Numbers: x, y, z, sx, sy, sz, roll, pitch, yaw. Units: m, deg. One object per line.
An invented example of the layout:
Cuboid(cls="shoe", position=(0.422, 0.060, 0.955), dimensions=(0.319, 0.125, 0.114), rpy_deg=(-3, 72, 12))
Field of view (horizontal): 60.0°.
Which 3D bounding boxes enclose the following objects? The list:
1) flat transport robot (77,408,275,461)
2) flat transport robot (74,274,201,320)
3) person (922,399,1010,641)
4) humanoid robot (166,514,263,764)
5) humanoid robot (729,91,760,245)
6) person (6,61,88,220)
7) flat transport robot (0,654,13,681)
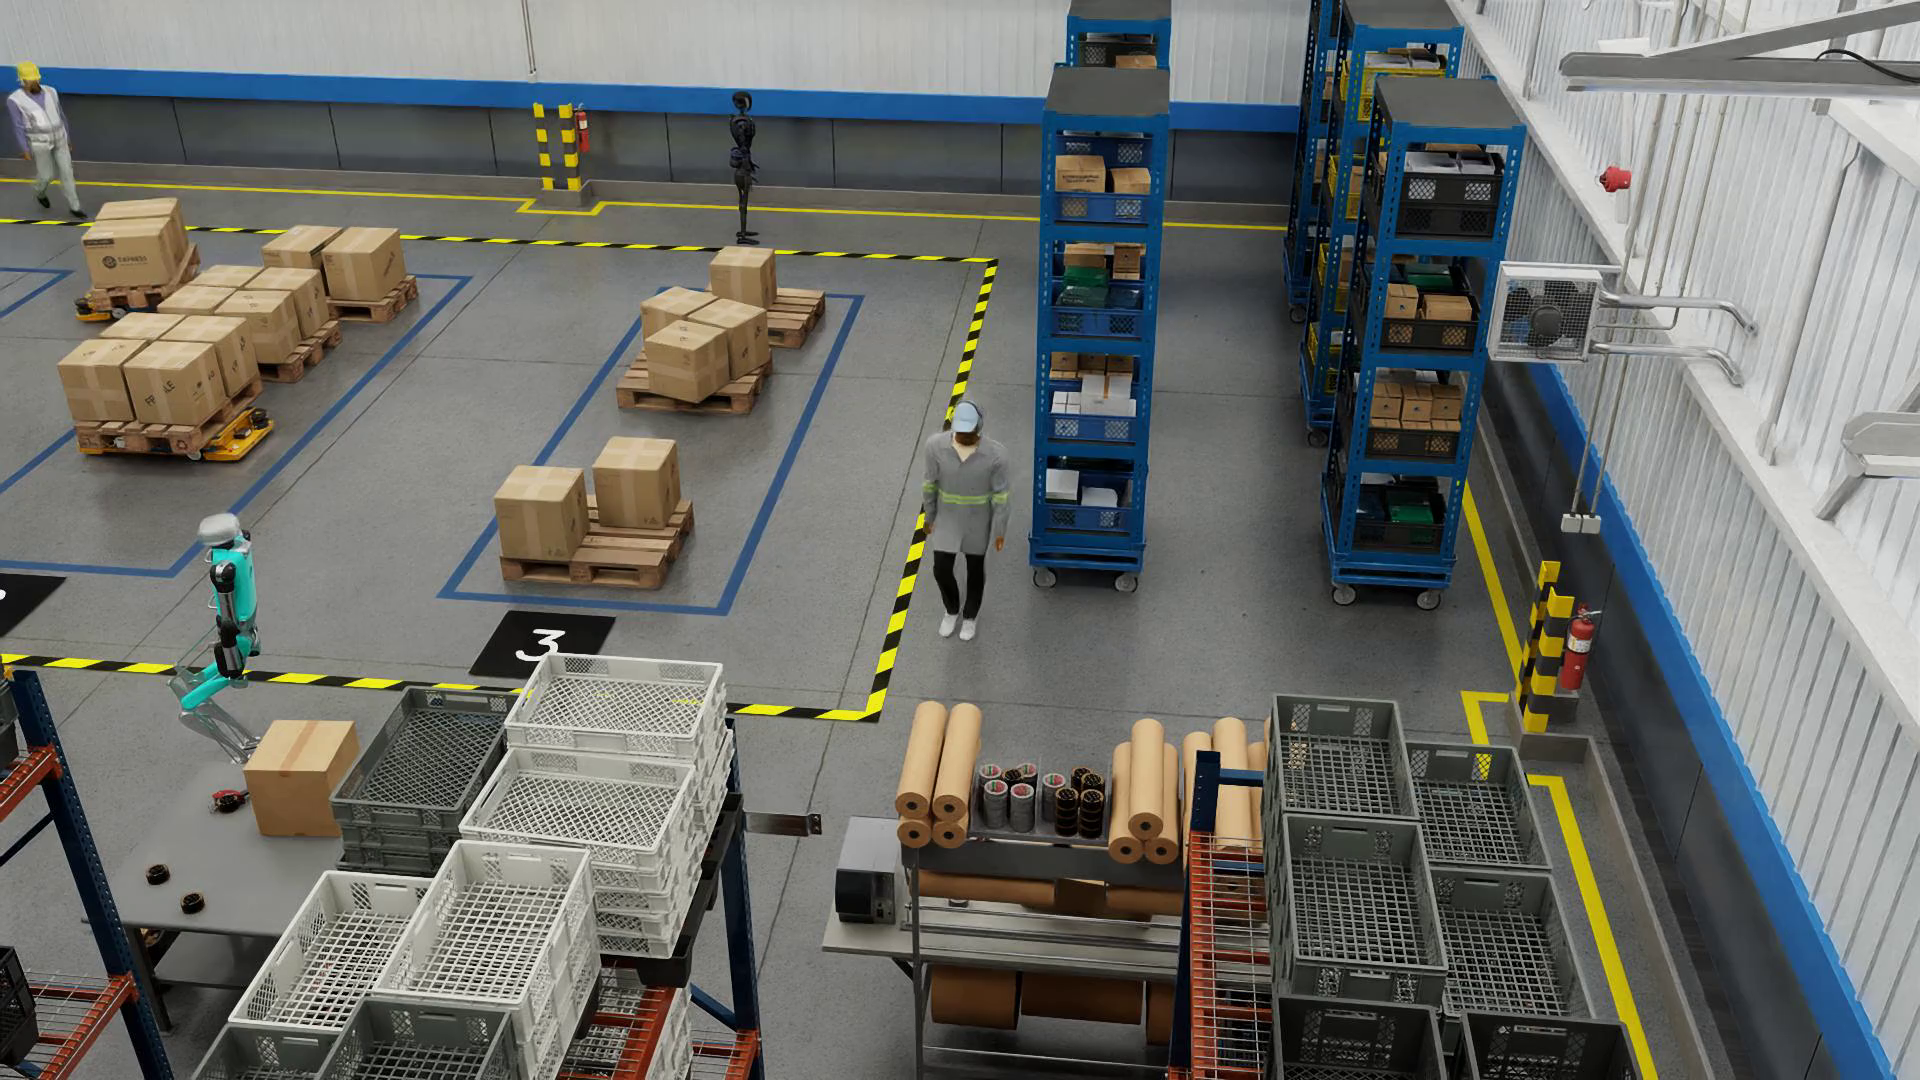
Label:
Cuboid(cls="flat transport robot", position=(-6.728, -0.944, 14.268), dimensions=(1.431, 0.197, 0.652), rpy_deg=(3, 30, 6))
Cuboid(cls="flat transport robot", position=(-8.173, -2.497, 16.935), dimensions=(1.431, 0.197, 0.652), rpy_deg=(-7, 31, -11))
Cuboid(cls="person", position=(0.029, -0.113, 11.303), dimensions=(0.620, 1.836, 0.462), rpy_deg=(6, 31, 10))
Cuboid(cls="humanoid robot", position=(-4.517, 0.631, 10.002), dimensions=(0.735, 1.673, 0.533), rpy_deg=(-5, 31, -8))
Cuboid(cls="humanoid robot", position=(-2.373, -4.122, 18.336), dimensions=(0.315, 1.659, 0.599), rpy_deg=(-2, 30, -3))
Cuboid(cls="person", position=(-10.452, -4.566, 18.979), dimensions=(0.674, 1.810, 0.603), rpy_deg=(20, 35, 30))
Cuboid(cls="flat transport robot", position=(-7.142, 0.969, 11.010), dimensions=(1.431, 0.231, 0.659), rpy_deg=(3, 30, 6))
